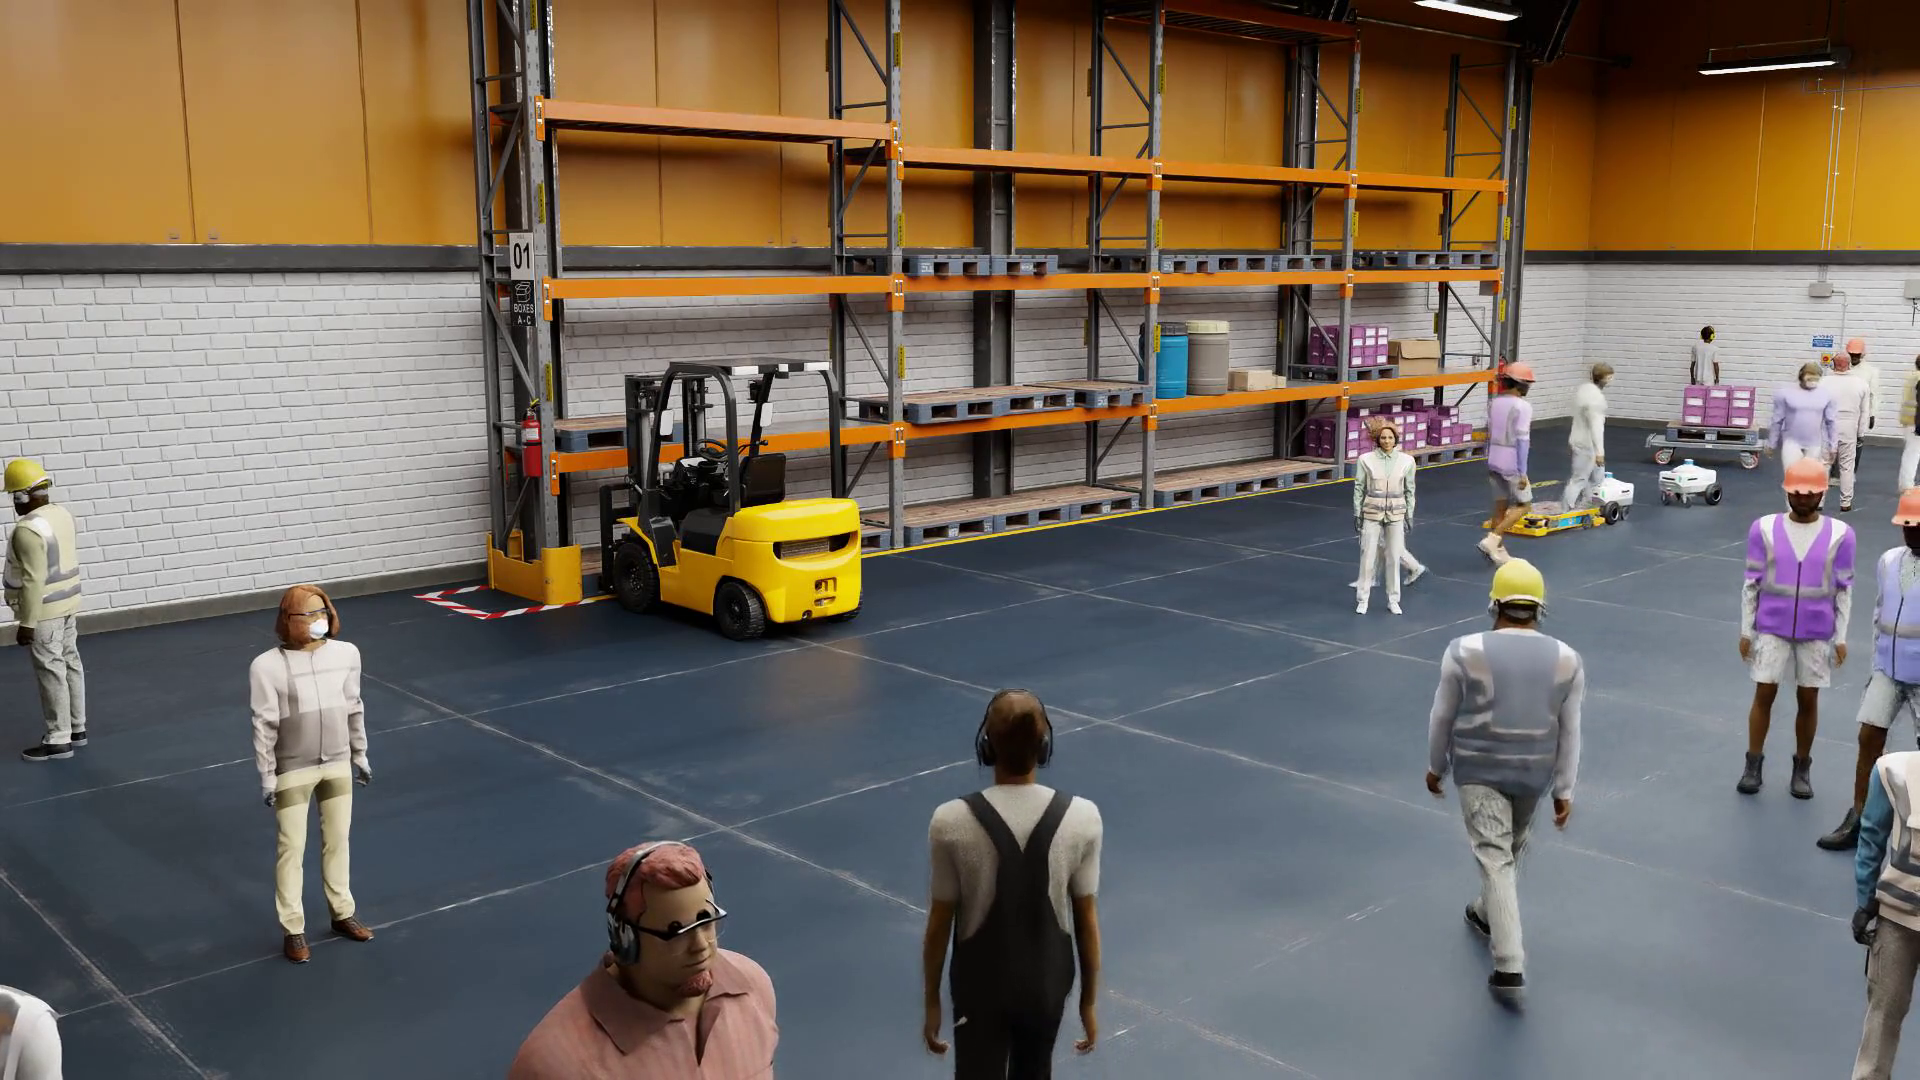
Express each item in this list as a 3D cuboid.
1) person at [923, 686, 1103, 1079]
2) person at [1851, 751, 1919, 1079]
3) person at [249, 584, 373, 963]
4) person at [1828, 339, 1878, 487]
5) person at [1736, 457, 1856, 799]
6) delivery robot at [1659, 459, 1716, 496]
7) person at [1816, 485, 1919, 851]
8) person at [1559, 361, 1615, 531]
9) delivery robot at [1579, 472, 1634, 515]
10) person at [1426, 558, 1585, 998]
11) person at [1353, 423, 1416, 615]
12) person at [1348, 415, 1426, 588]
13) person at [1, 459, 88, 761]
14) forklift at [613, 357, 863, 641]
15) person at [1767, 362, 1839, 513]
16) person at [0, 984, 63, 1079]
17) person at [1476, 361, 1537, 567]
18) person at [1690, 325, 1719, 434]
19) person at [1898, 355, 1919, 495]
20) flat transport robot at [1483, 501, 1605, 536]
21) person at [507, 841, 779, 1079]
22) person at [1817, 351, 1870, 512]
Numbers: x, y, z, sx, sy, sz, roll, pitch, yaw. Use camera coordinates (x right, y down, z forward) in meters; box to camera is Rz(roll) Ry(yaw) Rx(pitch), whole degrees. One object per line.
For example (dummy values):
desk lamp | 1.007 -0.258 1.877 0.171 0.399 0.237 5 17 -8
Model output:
person | 0.158 1.321 4.799 0.516 1.819 0.870 -1 10 -9
person | 3.263 1.281 5.560 0.512 1.638 0.312 5 11 29
person | -2.810 0.995 7.237 0.280 1.636 0.504 9 13 41
person | 11.857 -1.705 22.126 0.624 1.957 0.926 6 12 33
person | 4.662 0.493 9.301 0.551 1.934 0.376 5 11 26
delivery robot | 8.873 -0.741 20.288 0.707 0.478 0.477 -5 11 -29
person | 4.881 0.654 8.471 0.888 1.904 0.555 -4 10 -21
person | 6.885 -1.018 18.275 0.602 1.892 0.639 3 10 16
delivery robot | 7.419 -0.535 19.084 0.707 0.478 0.477 -8 12 -39
person | 2.296 0.969 7.004 0.582 1.781 0.971 -1 10 -3
person | 3.593 -0.181 14.115 0.516 1.638 0.308 1 10 6
person | 3.902 -0.331 15.065 0.603 1.612 0.523 1 10 4
person | -5.551 0.418 10.070 0.403 1.823 0.586 -1 10 -6
forklift | -1.847 -0.414 13.852 1.214 2.155 2.313 -9 13 -42
person | 9.302 -1.018 18.325 0.676 1.869 0.976 3 10 18
person | -2.094 1.531 3.372 0.576 1.885 0.355 -1 10 -5
person | 5.314 -0.718 16.122 0.506 2.026 0.641 -3 10 -17
person | 12.512 -2.657 27.919 0.328 1.877 0.512 -7 12 -37
person | 12.158 -1.447 21.078 0.433 1.812 0.769 3 10 16
flat transport robot | 6.515 -0.250 18.518 1.431 0.197 0.652 -8 13 -39
person | -0.567 1.524 3.349 0.408 1.909 0.642 7 12 37
person | 10.439 -1.289 19.809 0.642 1.913 0.409 3 10 17
